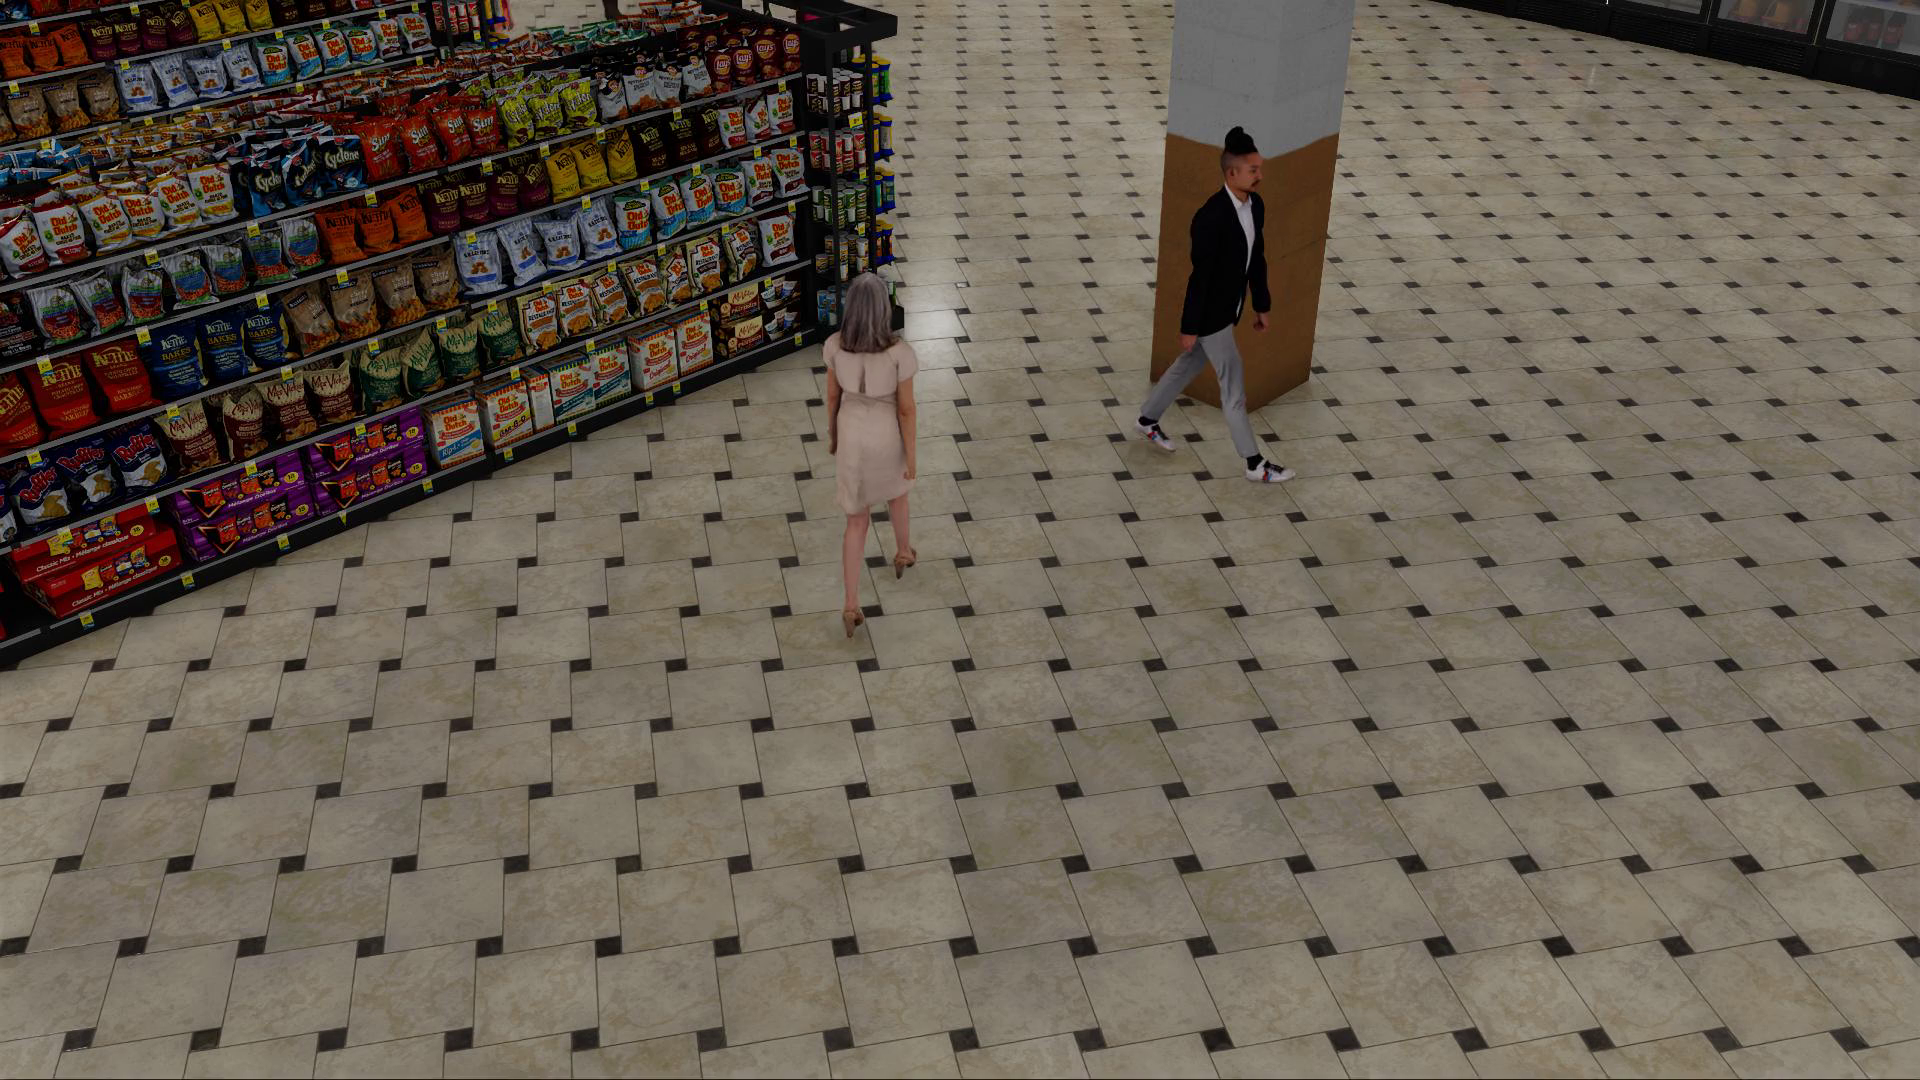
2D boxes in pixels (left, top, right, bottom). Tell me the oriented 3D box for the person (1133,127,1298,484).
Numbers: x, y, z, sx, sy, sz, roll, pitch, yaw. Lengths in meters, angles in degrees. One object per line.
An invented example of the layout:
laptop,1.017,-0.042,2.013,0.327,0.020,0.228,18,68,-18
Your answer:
person,1.279,-1.249,8.833,0.924,1.895,1.258,22,38,31

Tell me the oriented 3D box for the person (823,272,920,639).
person,-0.428,-0.347,7.574,0.964,1.695,1.147,8,33,12
